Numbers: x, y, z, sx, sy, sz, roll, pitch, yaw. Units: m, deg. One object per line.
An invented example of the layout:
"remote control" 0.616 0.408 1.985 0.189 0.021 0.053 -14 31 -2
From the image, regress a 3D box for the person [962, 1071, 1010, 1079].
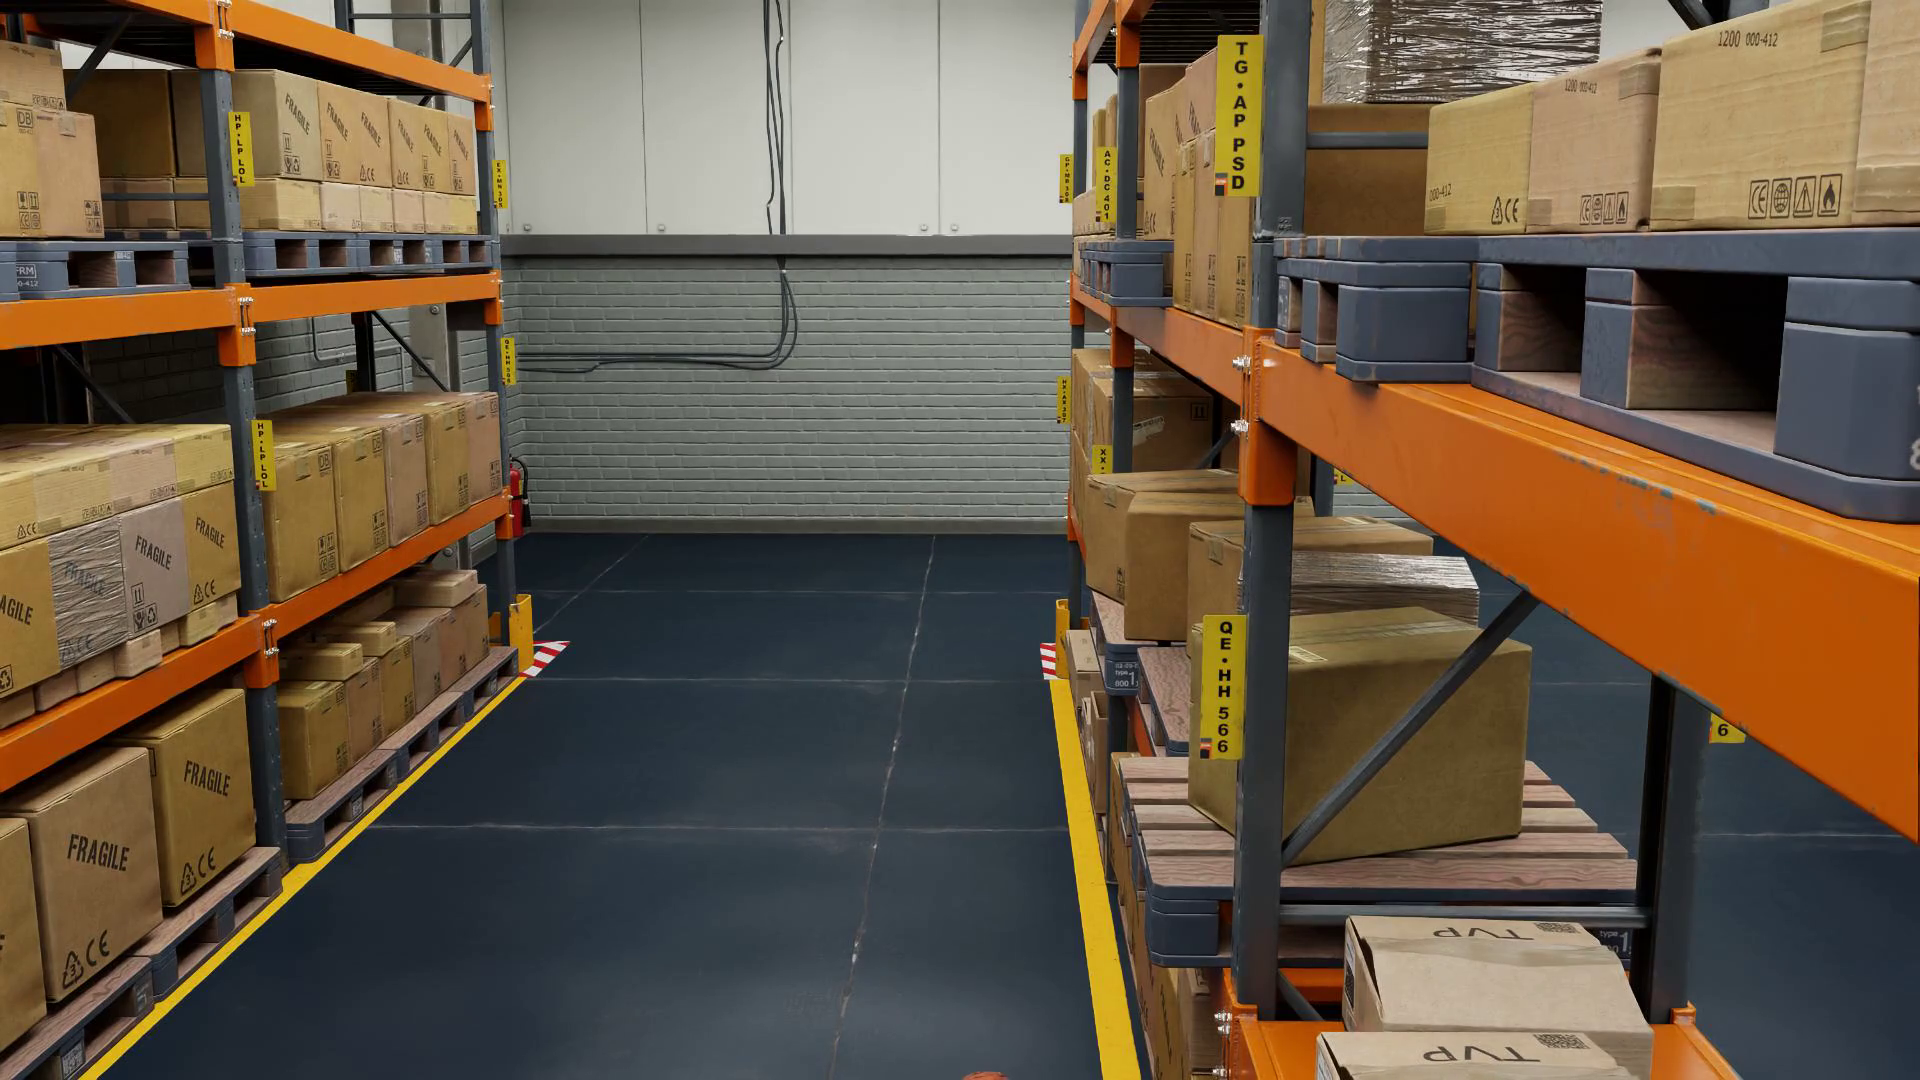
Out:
"person" 0.020 1.675 2.435 0.573 1.883 0.355 0 10 2
